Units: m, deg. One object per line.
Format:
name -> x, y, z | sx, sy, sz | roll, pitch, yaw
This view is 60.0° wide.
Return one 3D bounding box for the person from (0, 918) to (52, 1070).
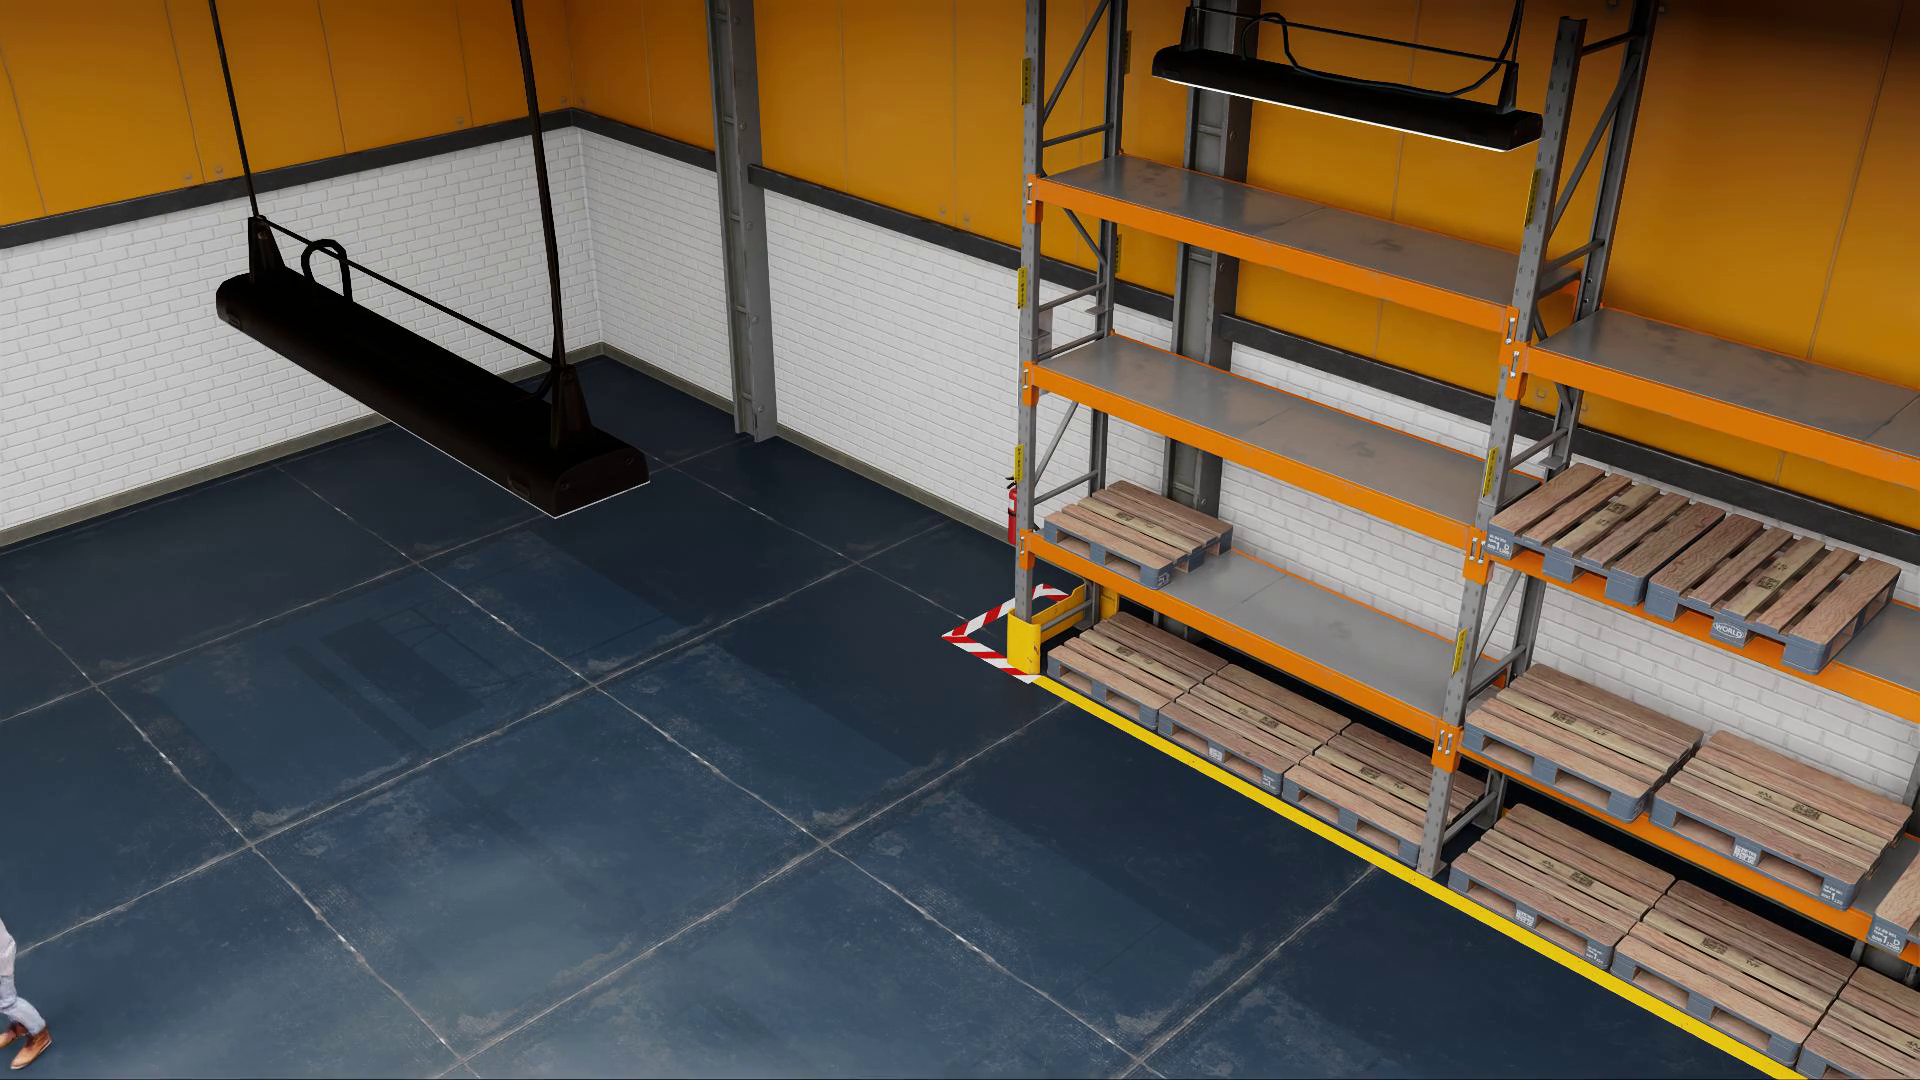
person -> -5.846, 2.445, 10.030 | 0.799, 1.802, 0.599 | -22, 36, -35
